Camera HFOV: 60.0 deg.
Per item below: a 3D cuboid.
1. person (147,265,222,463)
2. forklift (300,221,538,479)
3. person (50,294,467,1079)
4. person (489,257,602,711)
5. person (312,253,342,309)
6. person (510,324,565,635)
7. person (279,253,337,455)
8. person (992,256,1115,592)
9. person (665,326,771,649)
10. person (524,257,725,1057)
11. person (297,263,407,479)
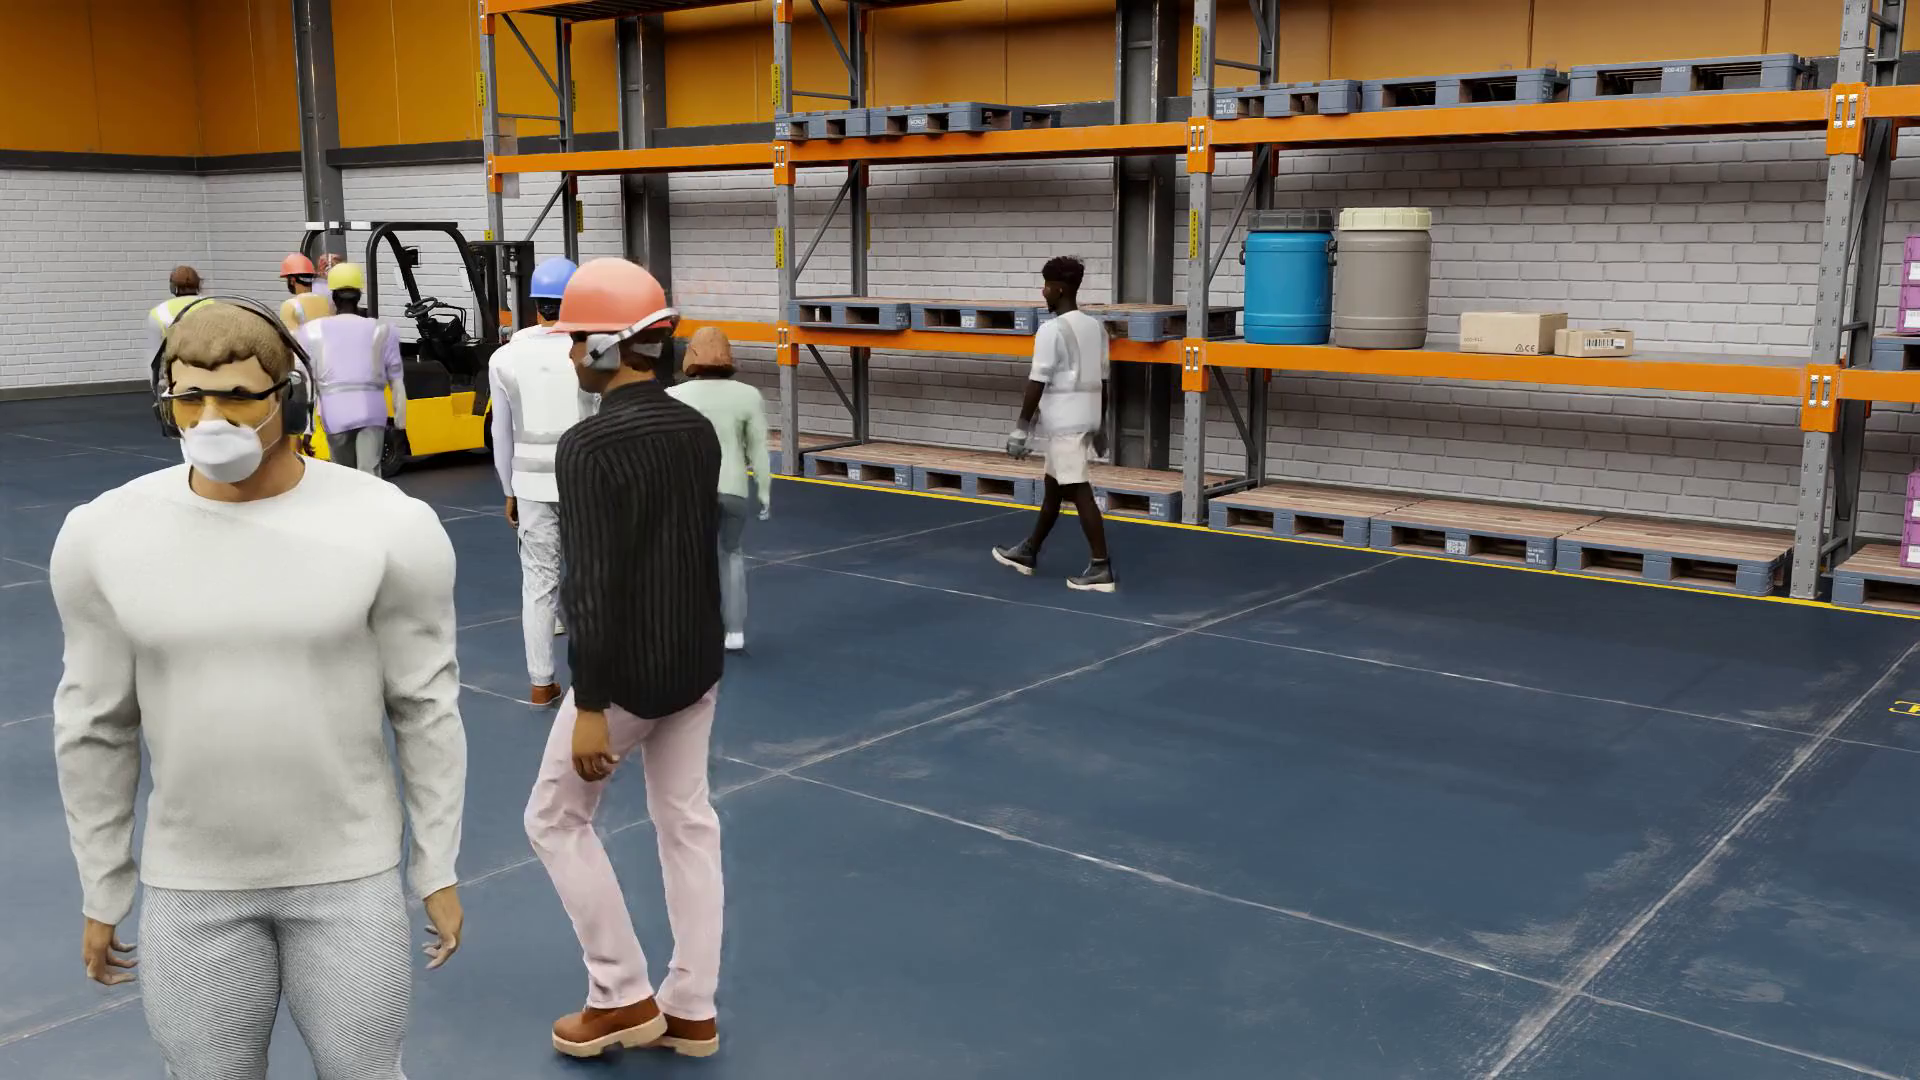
[{"bbox_3d":[-5.910,-1.197,12.847,0.650,1.827,0.443,-7,12,-35],"label":"person"},{"bbox_3d":[-4.922,-1.741,14.854,1.214,2.155,2.313,8,13,38],"label":"forklift"},{"bbox_3d":[-1.149,0.565,2.788,0.635,1.936,0.356,-2,10,-11],"label":"person"},{"bbox_3d":[-1.687,-0.222,7.118,0.602,1.948,0.385,1,10,4],"label":"person"},{"bbox_3d":[-5.879,-1.731,15.622,0.402,1.900,0.641,-6,12,-31],"label":"person"},{"bbox_3d":[-2.032,-0.459,8.613,0.576,1.882,0.355,-8,13,-38],"label":"person"},{"bbox_3d":[-5.224,-1.311,13.258,0.682,1.913,0.555,6,12,28],"label":"person"},{"bbox_3d":[0.530,-0.682,9.711,0.964,1.916,0.626,6,12,31],"label":"person"},{"bbox_3d":[-1.195,-0.210,7.980,0.529,1.612,0.538,-4,11,-23],"label":"person"},{"bbox_3d":[-0.833,0.312,4.068,0.545,1.976,0.657,5,11,24],"label":"person"},{"bbox_3d":[-3.747,-0.762,10.299,0.610,1.873,1.006,-3,11,-18],"label":"person"}]
